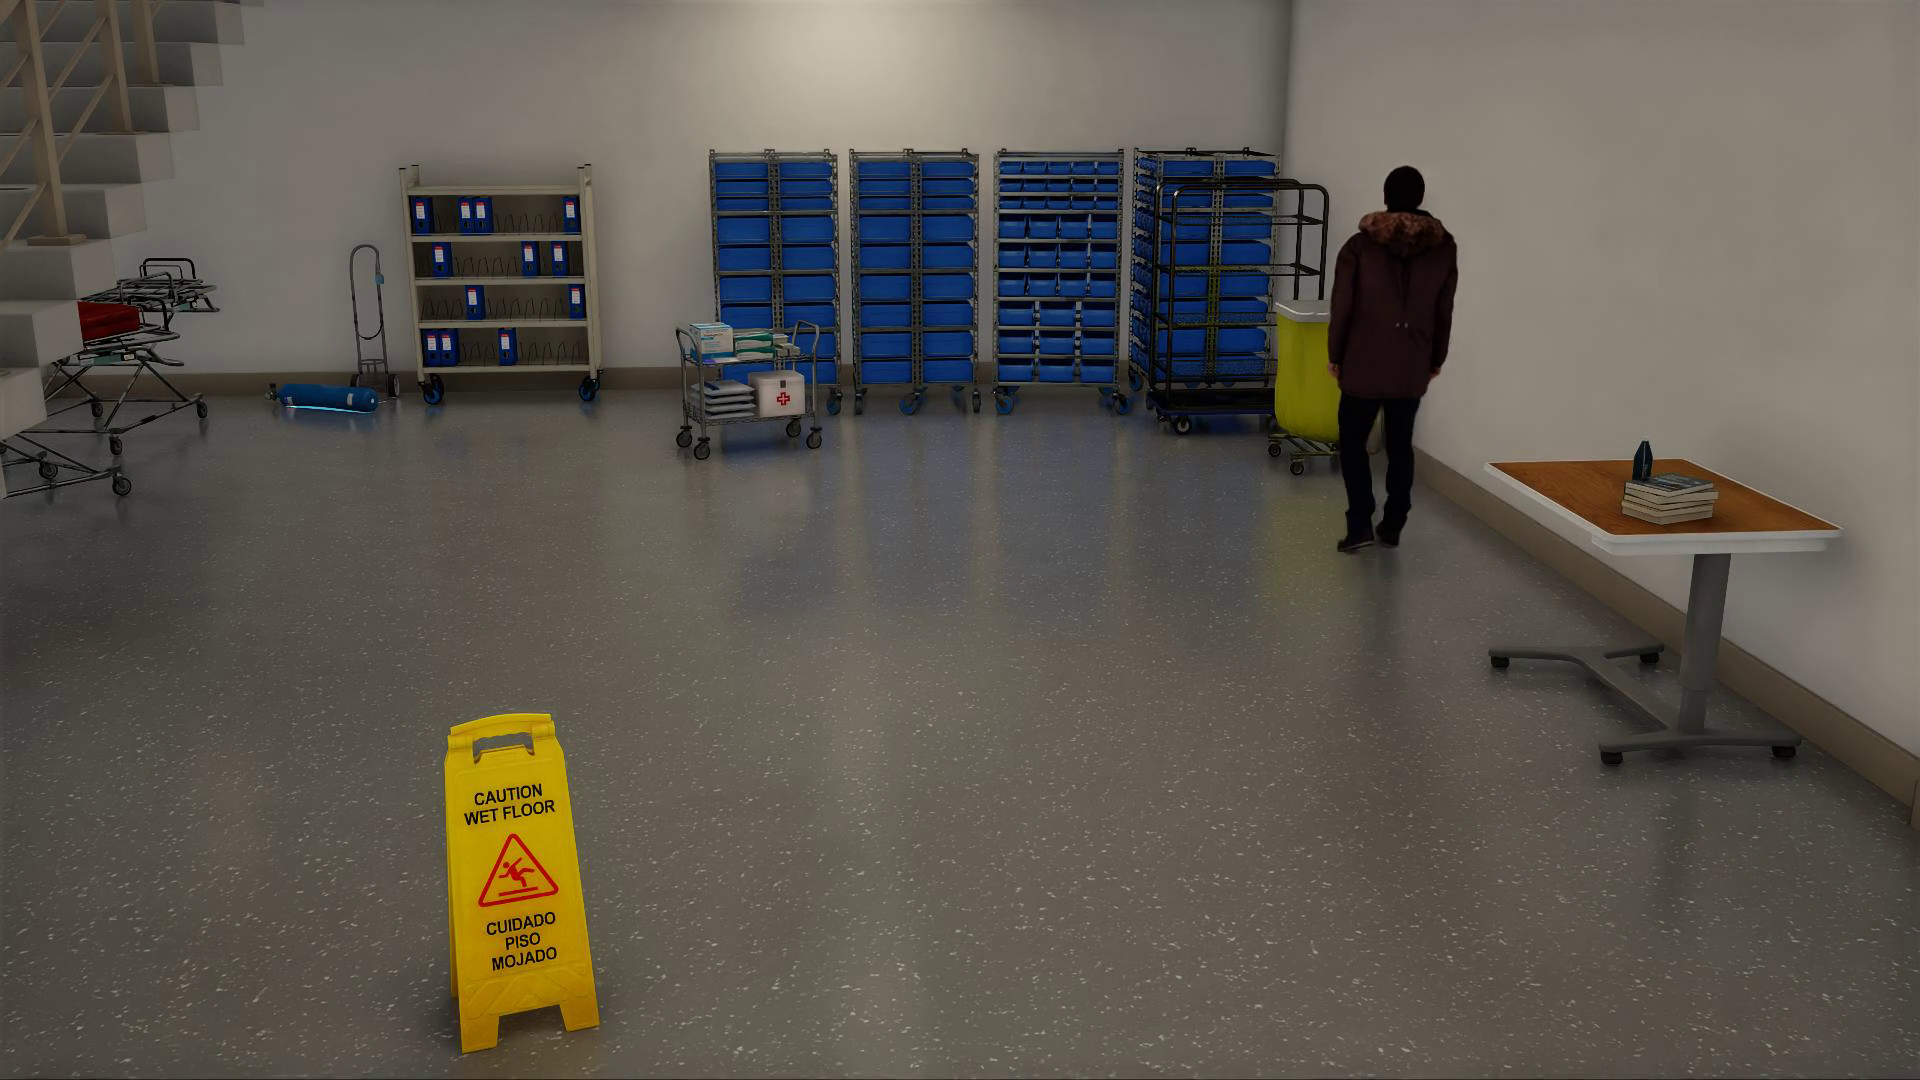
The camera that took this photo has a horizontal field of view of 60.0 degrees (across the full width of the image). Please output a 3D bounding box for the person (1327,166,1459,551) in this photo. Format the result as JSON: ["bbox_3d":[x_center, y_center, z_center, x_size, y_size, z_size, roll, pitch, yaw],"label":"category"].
[{"bbox_3d":[2.047,-0.849,7.955,0.743,1.850,0.721,-1,16,-4],"label":"person"}]
